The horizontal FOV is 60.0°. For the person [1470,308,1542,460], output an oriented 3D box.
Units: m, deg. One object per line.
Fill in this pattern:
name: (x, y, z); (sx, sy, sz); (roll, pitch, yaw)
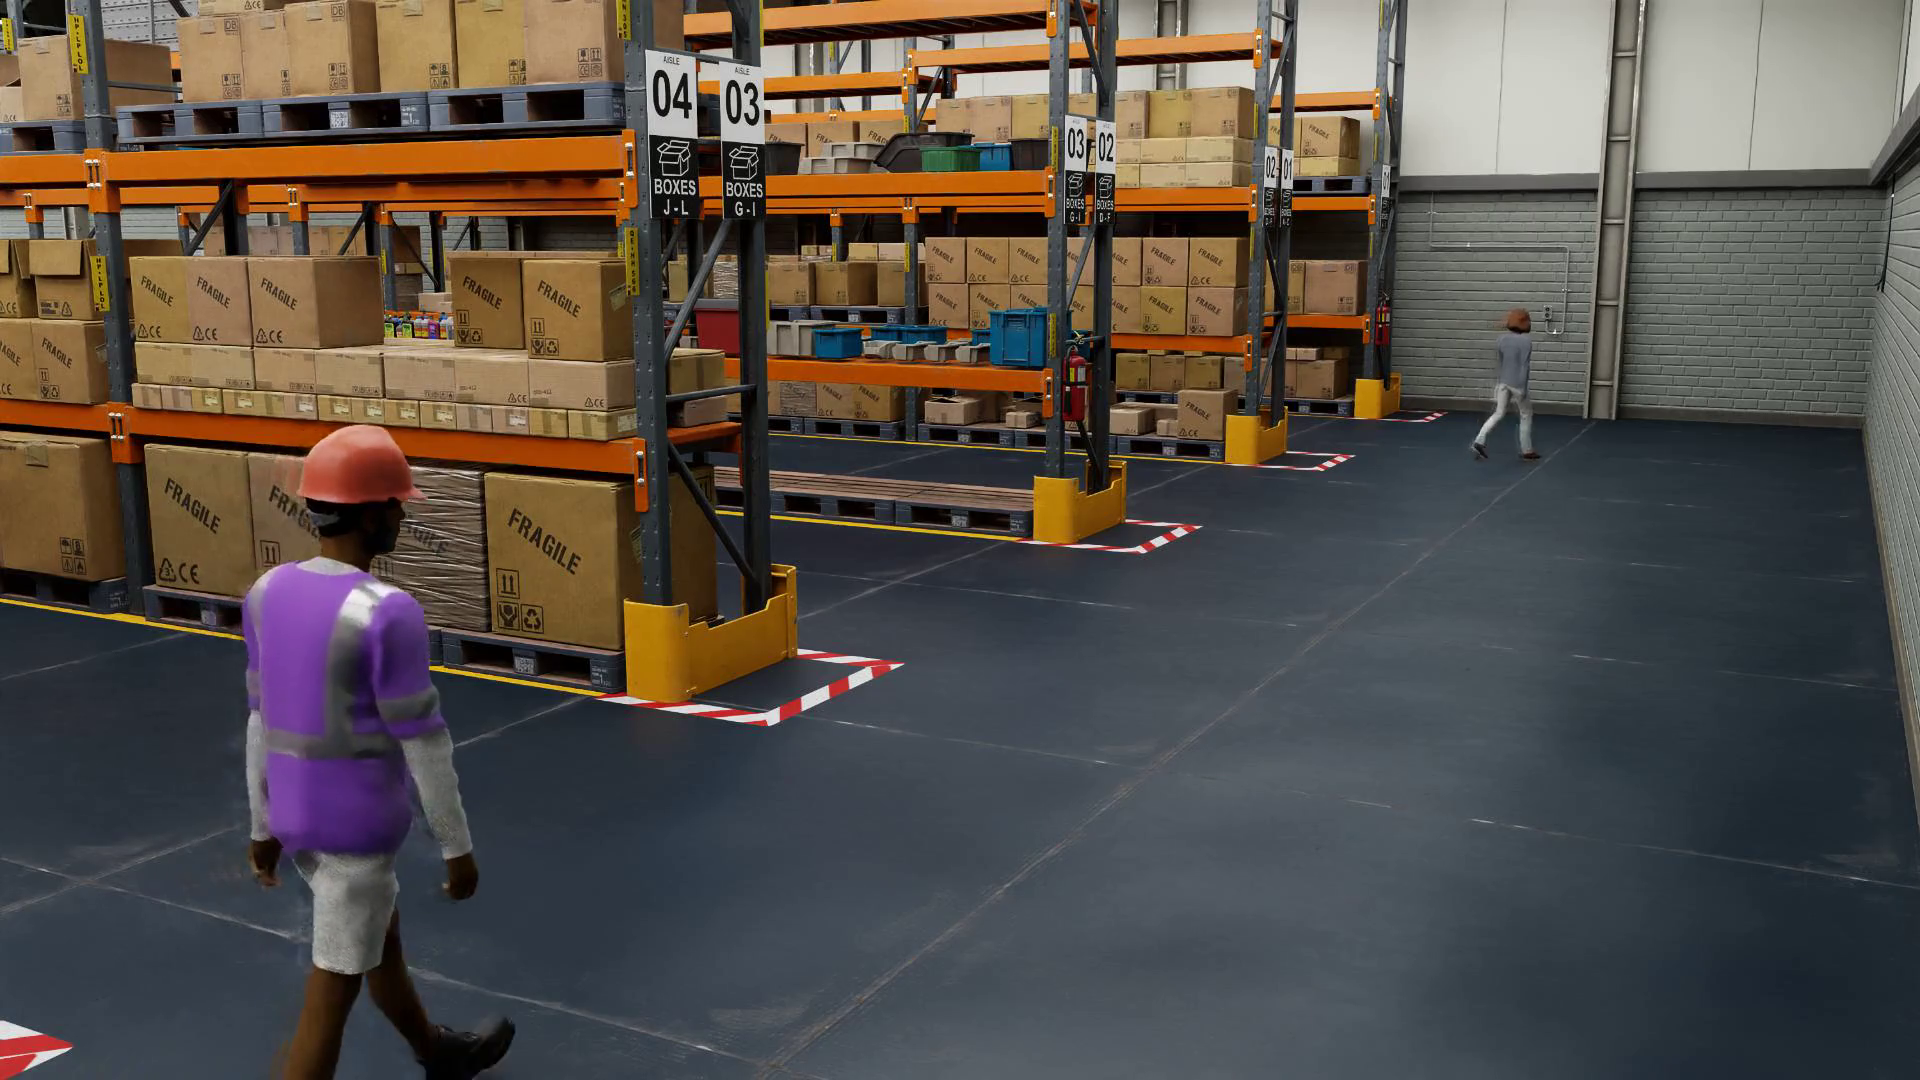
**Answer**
person: (5.735, -1.620, 17.376); (0.795, 1.605, 0.507); (-4, 11, -20)

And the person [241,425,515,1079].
person: (-1.425, 0.662, 4.129); (0.570, 1.887, 0.964); (7, 12, 33)
